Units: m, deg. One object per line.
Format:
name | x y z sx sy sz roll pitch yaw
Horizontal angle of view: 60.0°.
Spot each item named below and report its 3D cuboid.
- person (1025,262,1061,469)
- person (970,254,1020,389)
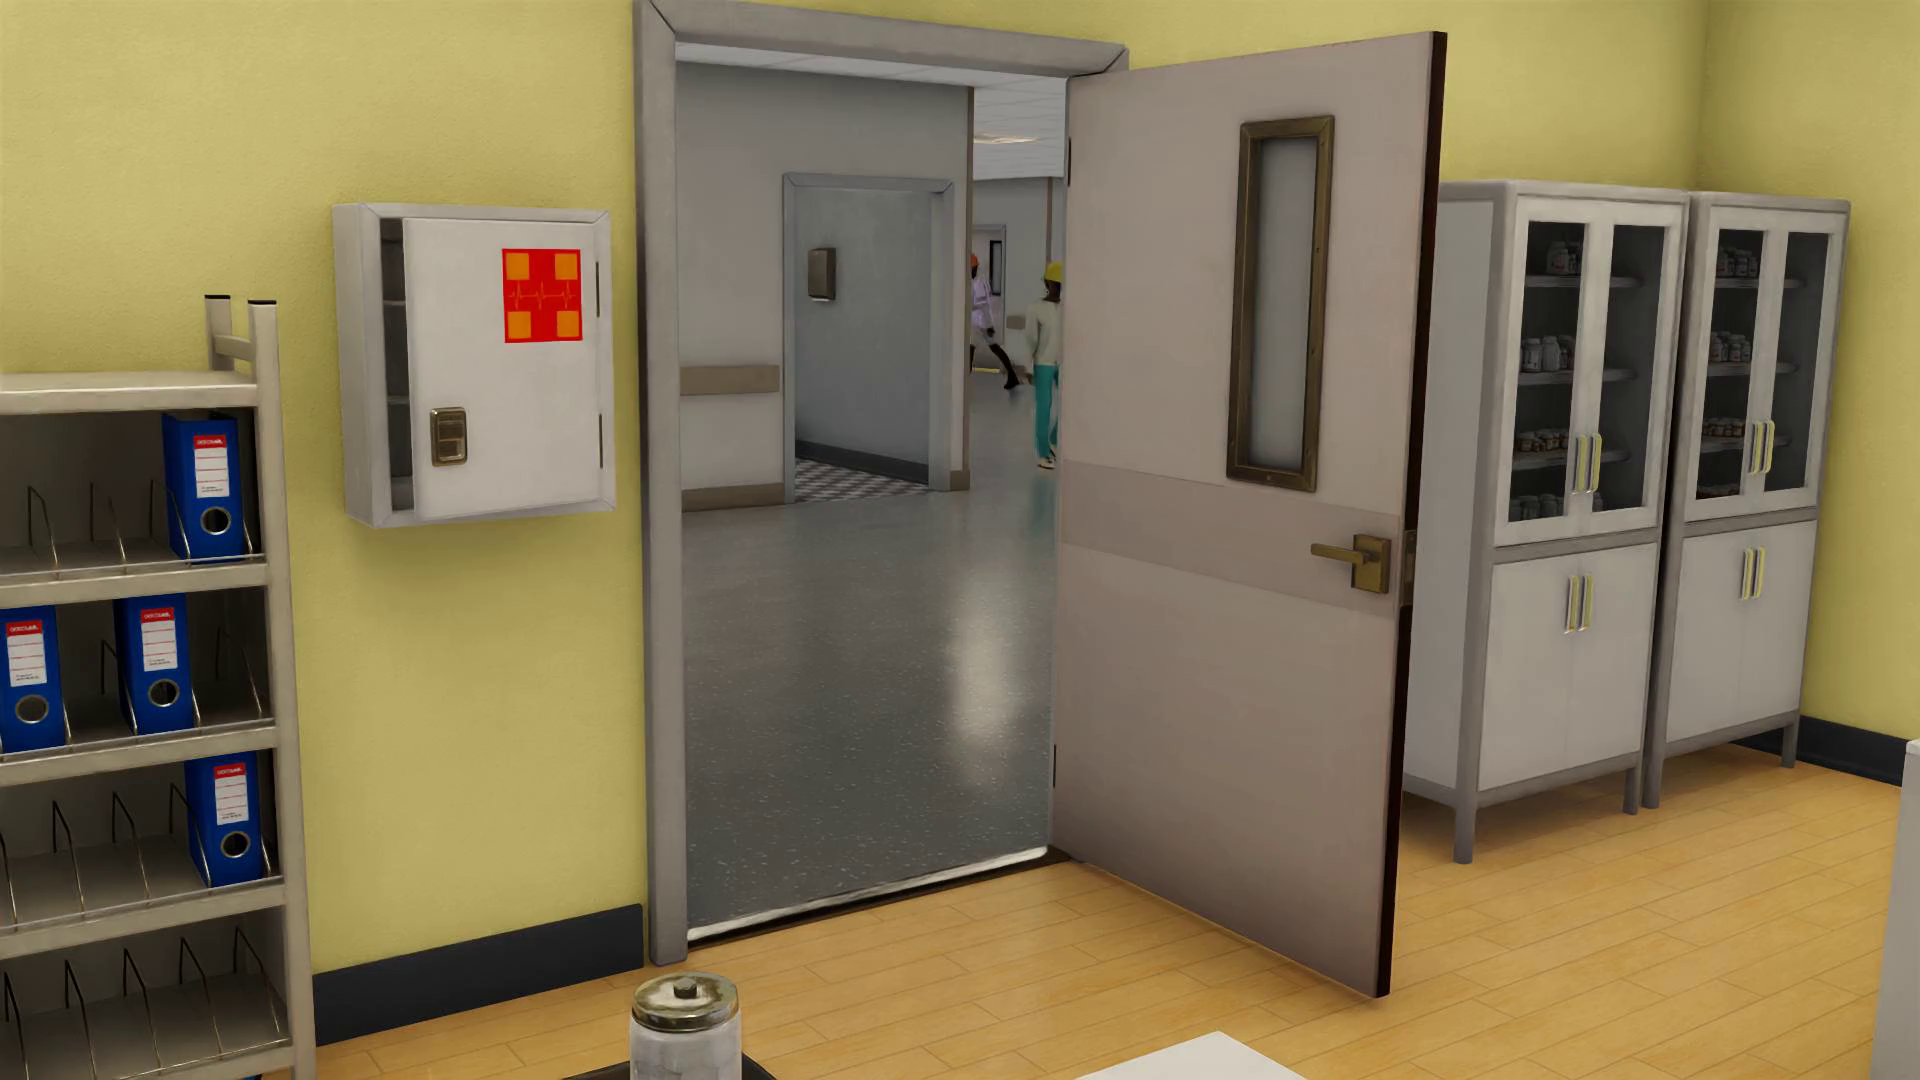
person | 0.798 -1.471 14.071 0.541 1.747 0.363 -3 10 -21
person | 0.335 -2.973 22.743 1.076 1.867 0.598 1 10 3
